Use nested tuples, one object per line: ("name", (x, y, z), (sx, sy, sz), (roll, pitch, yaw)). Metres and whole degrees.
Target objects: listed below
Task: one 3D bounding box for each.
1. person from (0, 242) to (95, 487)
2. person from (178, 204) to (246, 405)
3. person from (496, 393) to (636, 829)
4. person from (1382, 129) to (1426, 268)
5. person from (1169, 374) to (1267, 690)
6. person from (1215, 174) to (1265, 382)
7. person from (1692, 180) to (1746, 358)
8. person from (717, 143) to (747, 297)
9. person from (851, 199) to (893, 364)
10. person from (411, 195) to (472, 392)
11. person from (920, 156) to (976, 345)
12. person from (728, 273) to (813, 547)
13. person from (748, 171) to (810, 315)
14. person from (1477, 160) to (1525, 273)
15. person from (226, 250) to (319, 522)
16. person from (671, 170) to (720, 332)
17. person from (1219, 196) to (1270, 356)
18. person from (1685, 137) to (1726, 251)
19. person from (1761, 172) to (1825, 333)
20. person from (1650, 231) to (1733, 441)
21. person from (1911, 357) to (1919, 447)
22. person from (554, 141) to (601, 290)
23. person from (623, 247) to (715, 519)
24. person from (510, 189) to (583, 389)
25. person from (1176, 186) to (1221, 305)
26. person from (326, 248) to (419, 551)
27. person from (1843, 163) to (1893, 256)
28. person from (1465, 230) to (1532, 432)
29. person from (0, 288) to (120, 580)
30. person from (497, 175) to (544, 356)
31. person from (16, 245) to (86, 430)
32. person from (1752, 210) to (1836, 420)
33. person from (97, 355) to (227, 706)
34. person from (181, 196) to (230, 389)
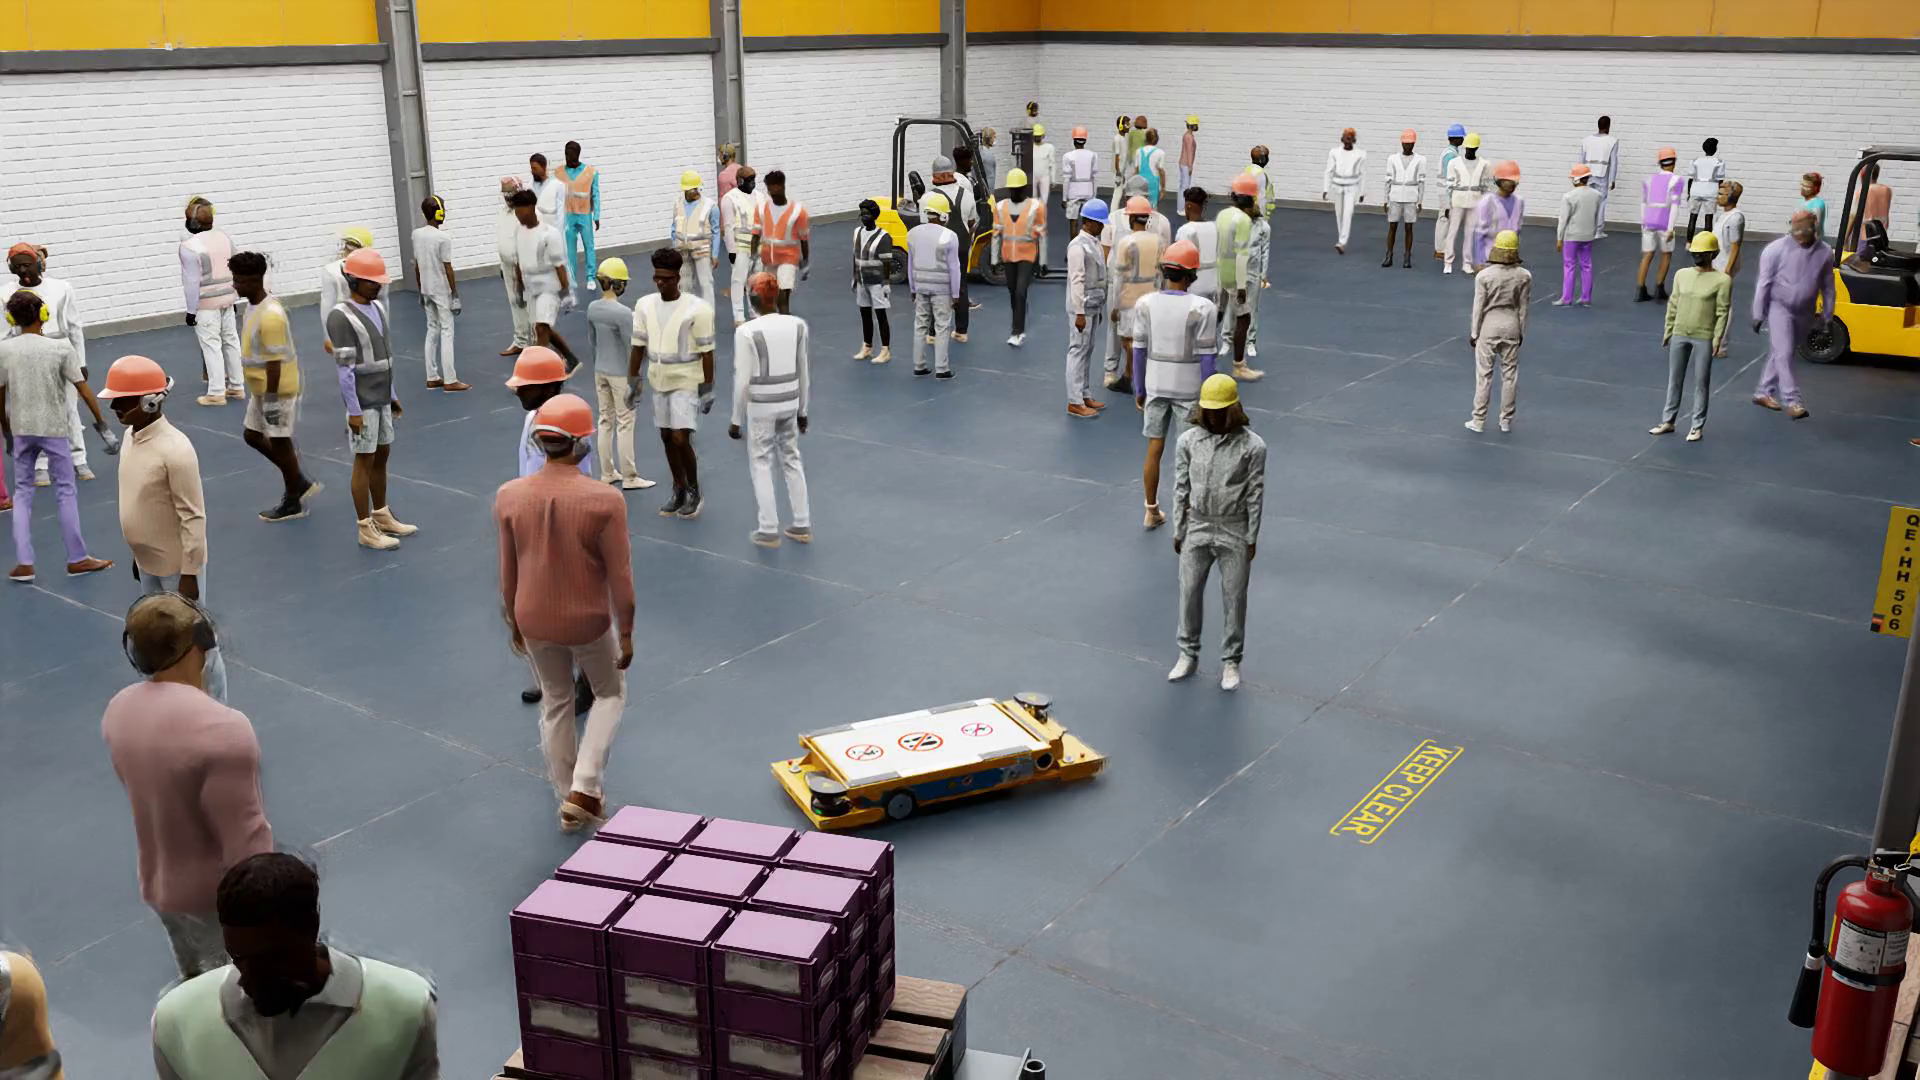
("person", (-7.013, -1.339, 12.742), (0.583, 1.868, 0.379), (-12, 21, -32))
("person", (-6.930, -2.175, 15.378), (0.429, 1.846, 0.630), (5, 19, 16))
("person", (-1.701, 0.343, 7.286), (0.640, 1.971, 0.509), (3, 18, 8))
("person", (6.263, -4.817, 23.492), (0.552, 1.935, 0.361), (6, 19, 19))
("person", (1.370, -0.039, 8.883), (0.487, 1.734, 0.331), (6, 19, 19))
("person", (2.655, -2.564, 16.345), (0.553, 2.025, 0.648), (-5, 19, -16))
("person", (7.982, -2.828, 17.419), (0.350, 1.846, 0.506), (4, 18, 11))
("person", (-2.881, -4.069, 21.175), (0.379, 1.931, 0.625), (5, 18, 15))
("person", (-0.907, -2.666, 17.163), (0.535, 1.694, 0.320), (16, 24, 41))
("person", (-4.980, -2.343, 15.885), (0.516, 1.861, 0.319), (11, 21, 30))
("person", (-0.190, -3.161, 18.143), (0.675, 2.000, 0.537), (-11, 21, -31))
("person", (-1.264, -0.862, 11.252), (0.602, 1.877, 0.409), (-17, 24, -42))
("person", (-1.958, -3.024, 17.971), (0.600, 1.884, 1.060), (6, 19, 19))
("person", (5.736, -3.023, 17.734), (0.617, 2.027, 0.466), (-6, 19, -19))
("person", (-4.895, -1.076, 11.761), (0.411, 1.951, 0.647), (-11, 21, -31))
("person", (-2.991, -3.244, 18.756), (0.589, 1.822, 0.403), (5, 19, 17))
("person", (2.994, -2.801, 17.497), (0.483, 1.745, 0.305), (4, 18, 13))
("person", (11.213, -5.196, 25.062), (0.535, 1.699, 0.322), (12, 21, 34))
("person", (9.379, -3.187, 18.576), (0.481, 1.824, 0.594), (6, 19, 18))
("person", (6.219, -1.728, 14.107), (0.313, 1.769, 0.525), (-15, 23, -38))
("person", (8.232, -1.555, 13.780), (0.500, 1.633, 0.280), (3, 18, 9))
("person", (-4.970, -4.225, 21.674), (0.590, 1.916, 0.399), (2, 18, 5))
("person", (-2.077, -1.105, 11.853), (0.630, 1.952, 0.492), (9, 20, 26))
("person", (-4.060, -2.409, 16.032), (0.667, 1.905, 0.941), (13, 22, 35))
("person", (2.233, -2.417, 15.993), (0.631, 1.928, 0.624), (-16, 24, -40))
("person", (-3.962, -0.953, 11.250), (0.392, 2.034, 0.605), (2, 18, 7))
("person", (10.719, -3.538, 19.669), (0.616, 1.834, 0.395), (-5, 18, -14))
("person", (4.640, -1.798, 14.367), (0.494, 1.741, 0.321), (-1, 18, -2))
("person", (-5.797, -0.652, 10.584), (0.746, 1.868, 0.421), (-3, 18, -9))
("person", (-4.609, -2.840, 17.366), (0.636, 1.903, 0.405), (14, 23, 38))
("person", (-7.811, -1.695, 14.207), (0.309, 1.641, 0.511), (1, 18, 5))
("person", (7.485, -2.003, 14.835), (0.675, 1.834, 0.975), (-2, 18, -7))
("person", (-3.849, 0.087, 8.057), (0.609, 1.995, 0.376), (14, 22, 37))
("person", (-7.243, -2.384, 16.054), (0.575, 1.835, 0.557), (5, 18, 14))
